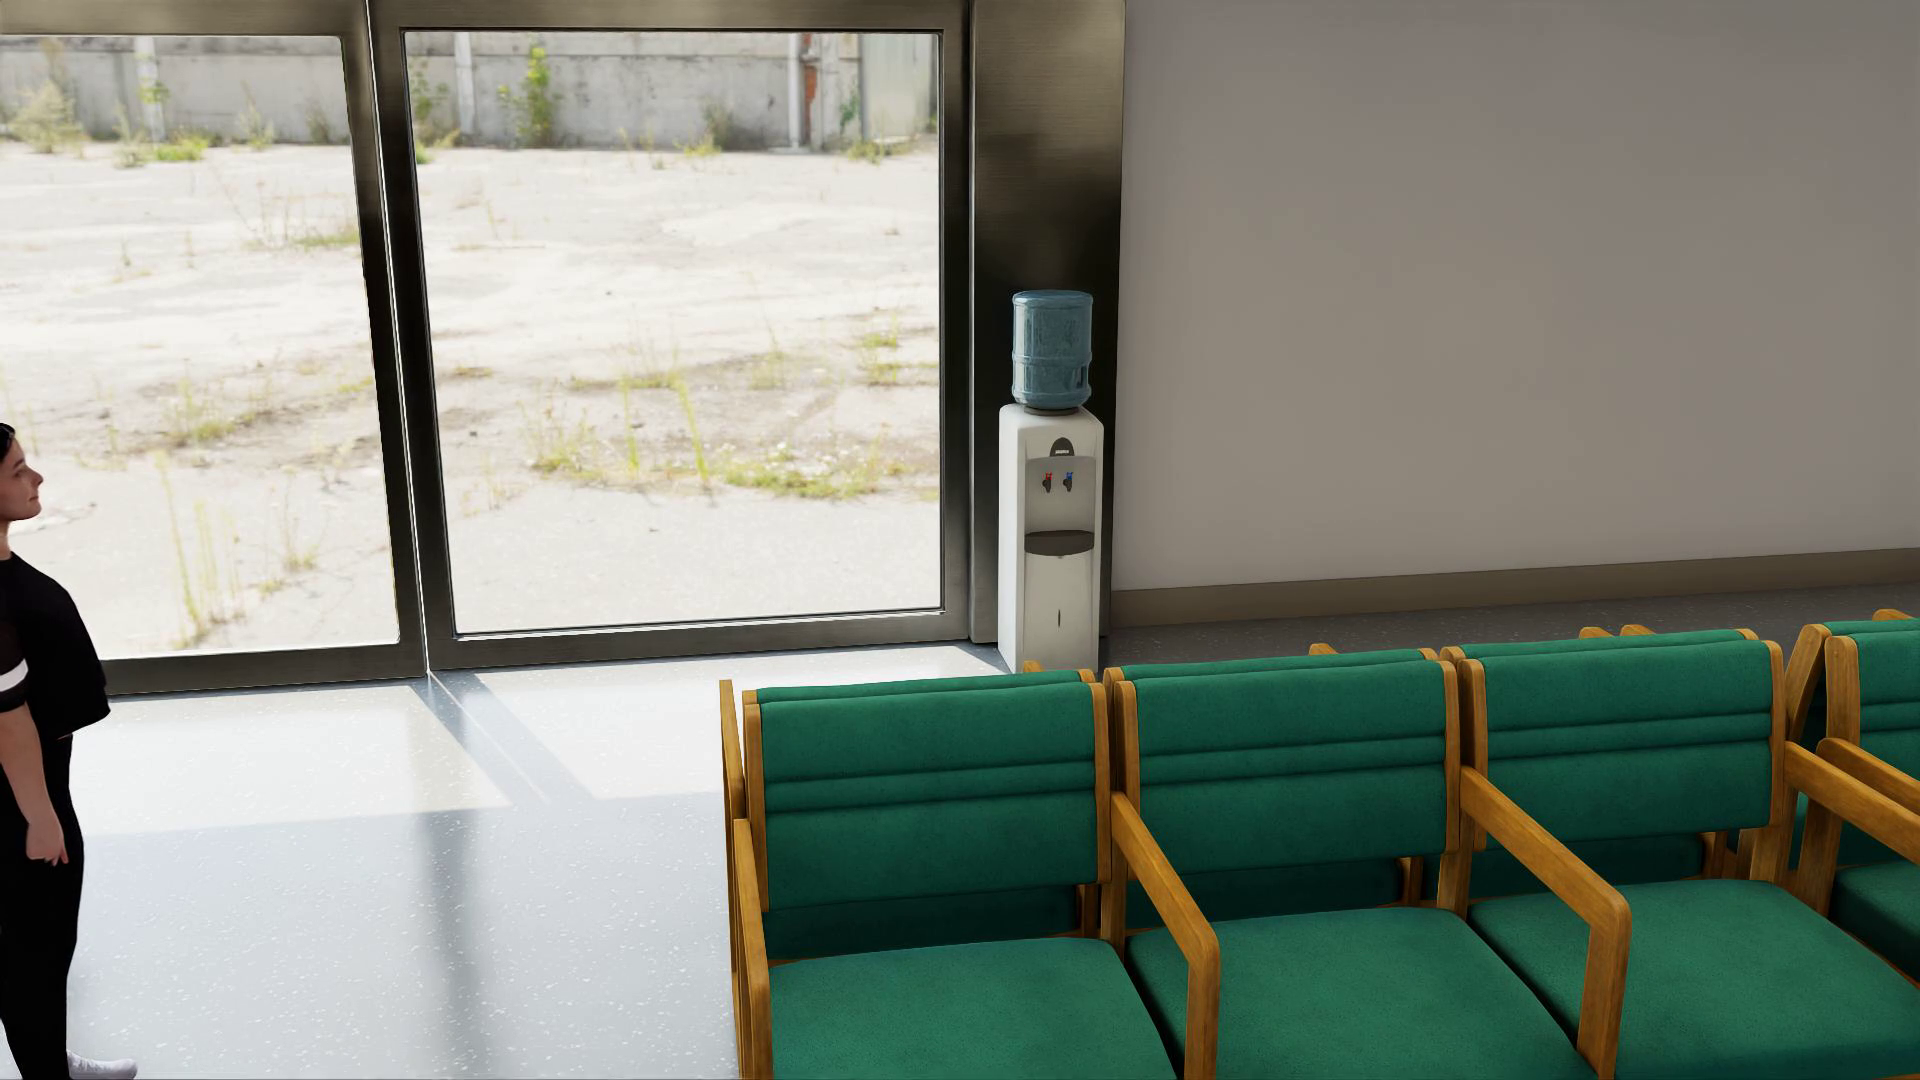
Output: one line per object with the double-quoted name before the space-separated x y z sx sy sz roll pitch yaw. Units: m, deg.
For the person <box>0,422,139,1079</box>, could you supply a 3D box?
"person" -2.029 0.537 3.579 0.754 1.639 0.647 -10 19 -32
